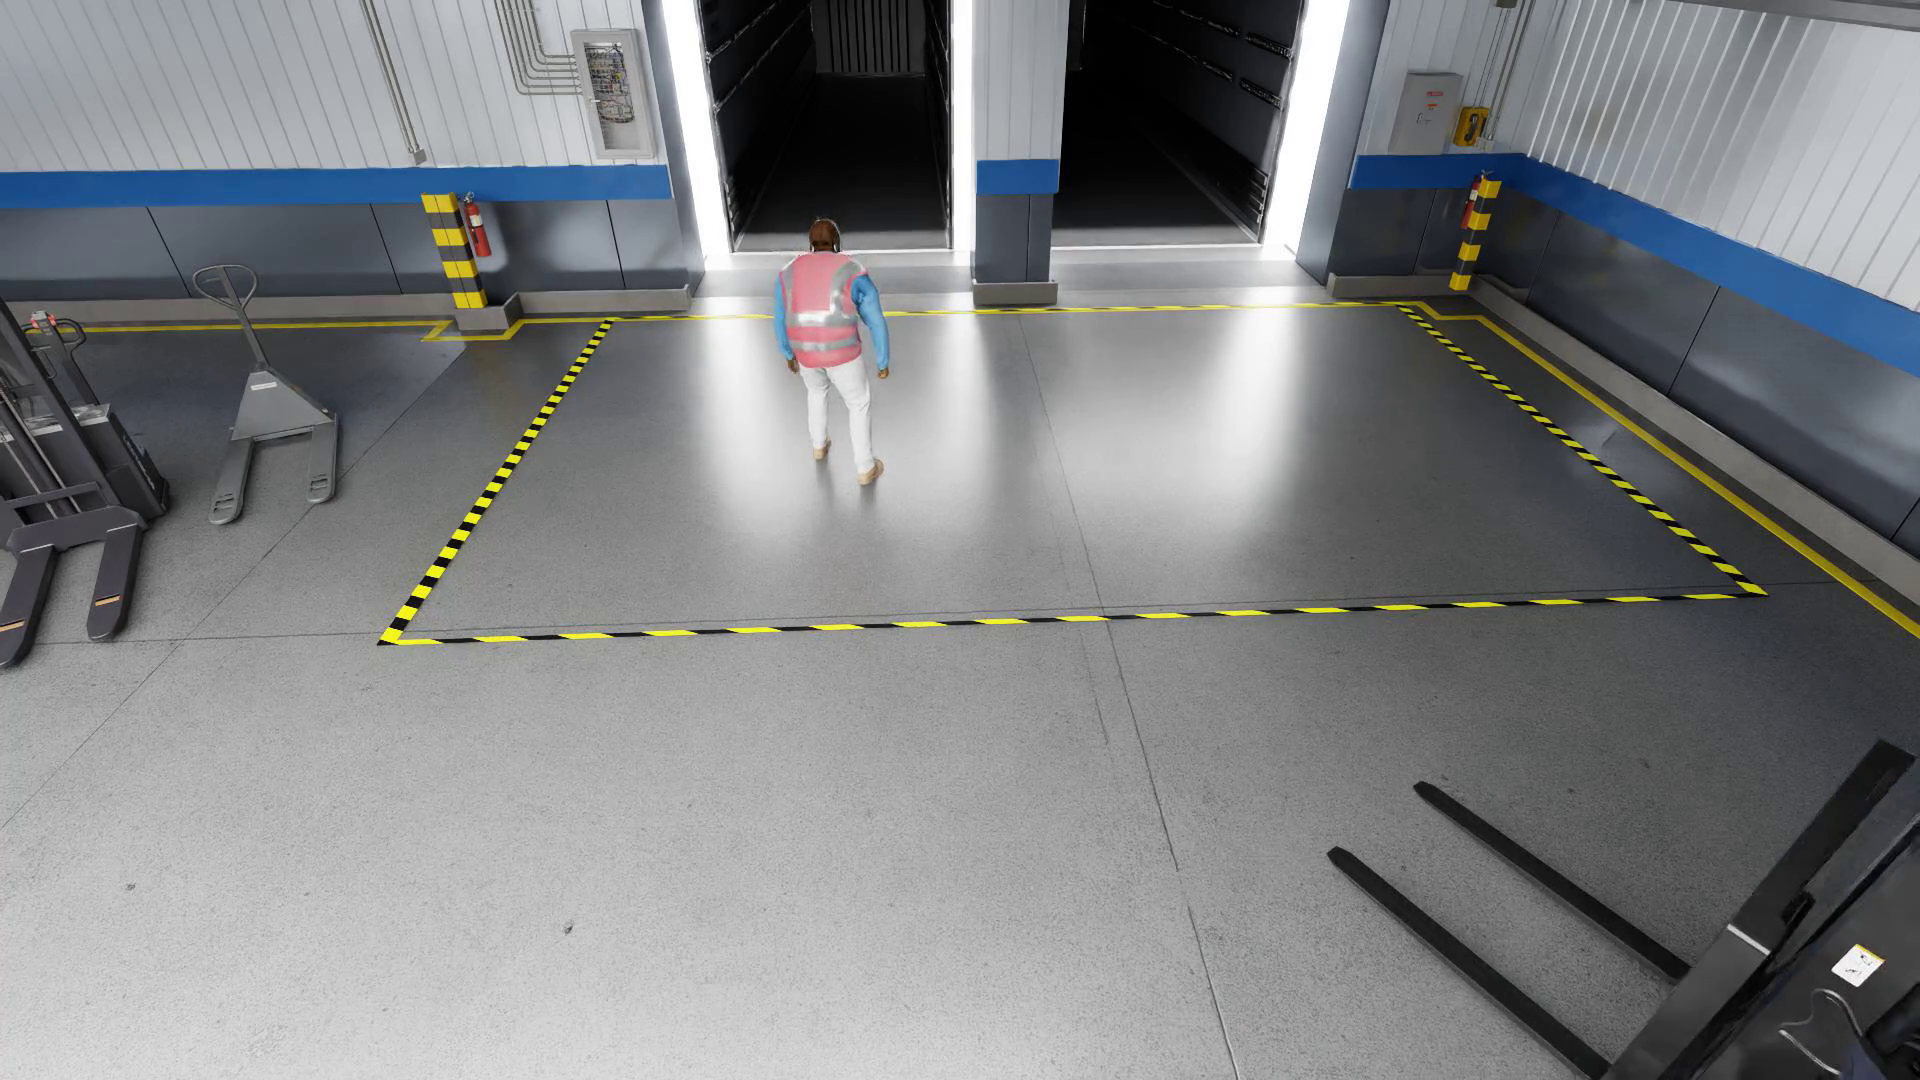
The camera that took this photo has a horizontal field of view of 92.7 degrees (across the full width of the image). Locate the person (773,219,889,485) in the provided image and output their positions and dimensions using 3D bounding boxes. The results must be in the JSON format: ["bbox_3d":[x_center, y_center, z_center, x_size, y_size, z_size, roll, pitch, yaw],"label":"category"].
[{"bbox_3d":[-0.859,-1.258,6.154,0.813,1.606,0.731,8,36,12],"label":"person"}]

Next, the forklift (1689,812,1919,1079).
[{"bbox_3d":[3.099,1.432,1.622,1.157,2.036,2.680,-22,40,-28],"label":"forklift"}]

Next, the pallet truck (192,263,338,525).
[{"bbox_3d":[-4.778,-1.027,6.128,0.680,1.201,1.601,-17,38,-23],"label":"pallet truck"}]

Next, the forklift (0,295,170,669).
[{"bbox_3d":[-5.212,-0.618,4.878,0.823,1.965,1.885,-20,39,-26],"label":"forklift"}]
